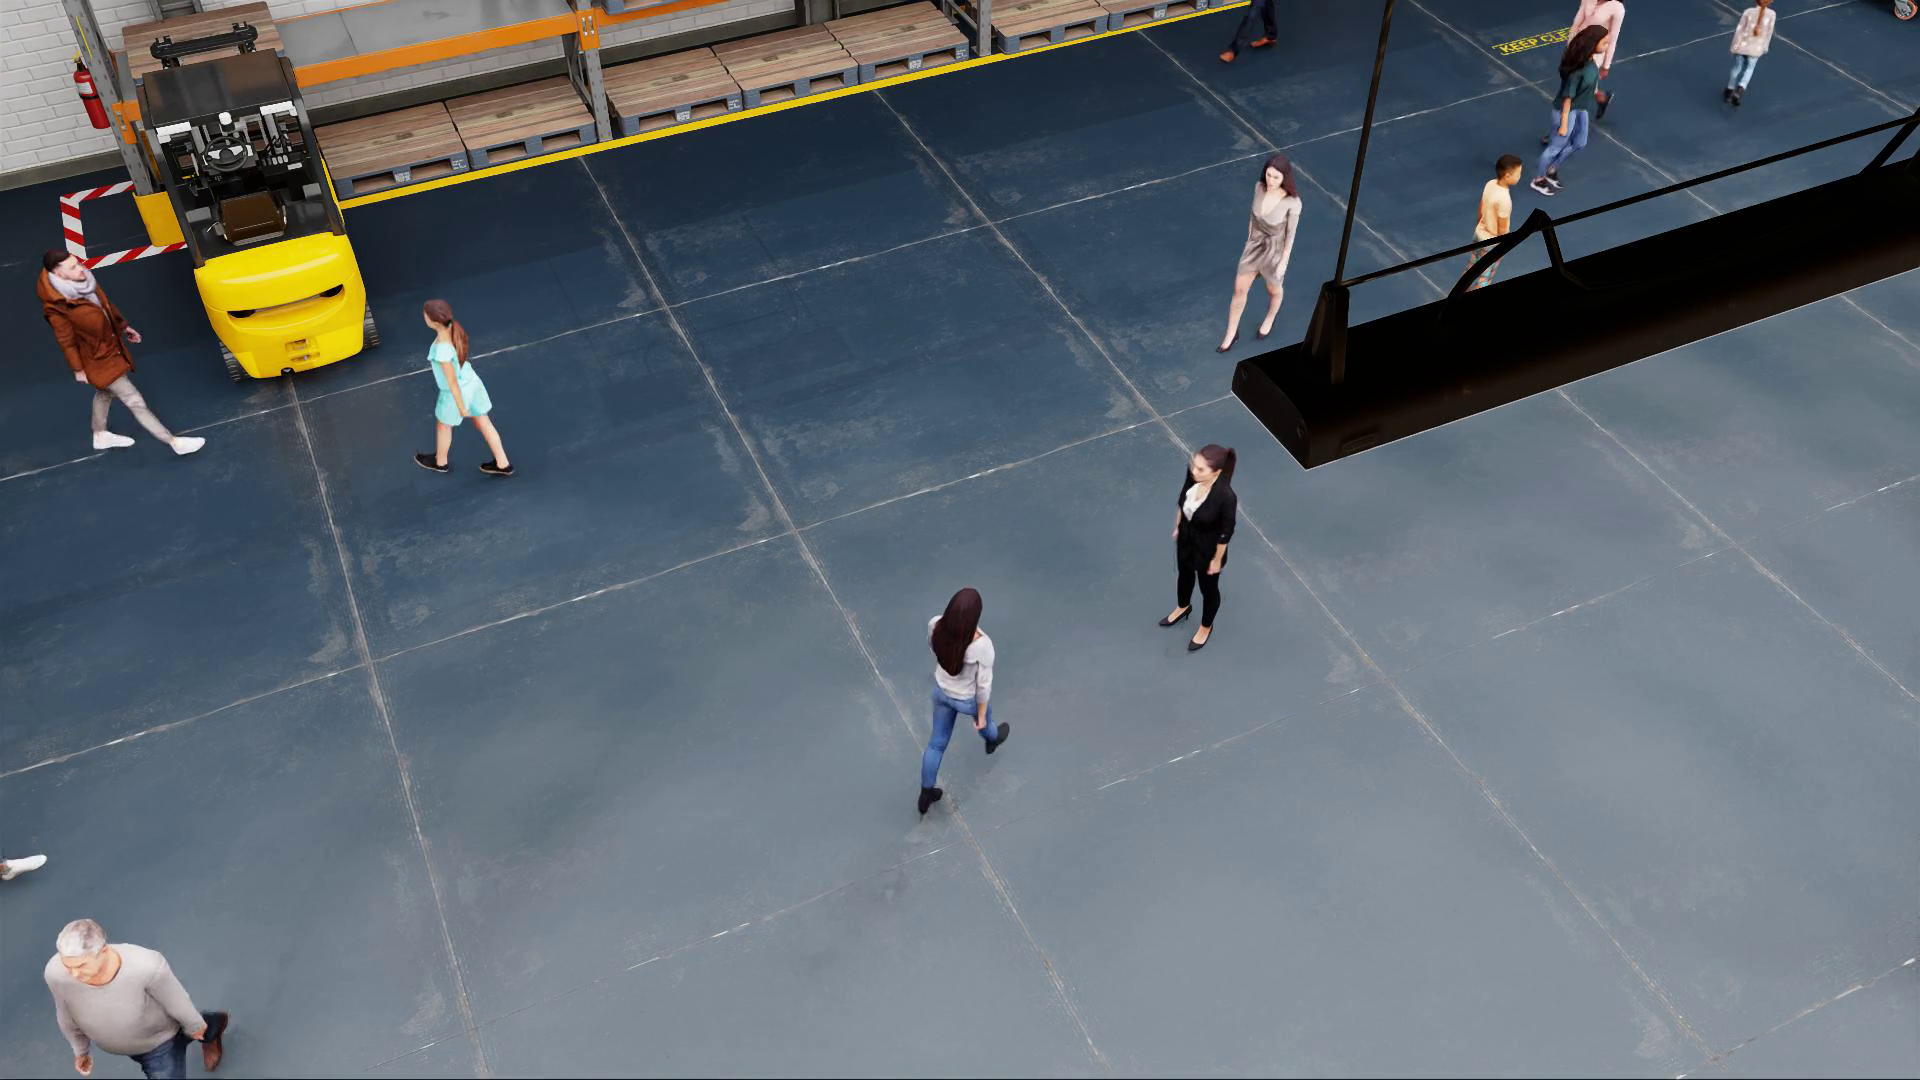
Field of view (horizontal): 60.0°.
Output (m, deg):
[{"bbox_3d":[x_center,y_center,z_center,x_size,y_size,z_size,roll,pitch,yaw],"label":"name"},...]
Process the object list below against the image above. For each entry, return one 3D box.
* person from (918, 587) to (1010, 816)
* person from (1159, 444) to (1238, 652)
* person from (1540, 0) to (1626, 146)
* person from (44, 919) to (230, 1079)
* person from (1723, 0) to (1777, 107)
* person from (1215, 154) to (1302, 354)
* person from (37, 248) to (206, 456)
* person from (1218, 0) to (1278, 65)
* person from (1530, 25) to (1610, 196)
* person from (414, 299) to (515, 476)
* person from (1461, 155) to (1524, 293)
[{"bbox_3d":[-0.053,0.965,9.672,0.985,1.583,1.161,24,48,23],"label":"person"},{"bbox_3d":[1.548,0.017,10.610,0.599,1.662,0.632,-25,49,-24],"label":"person"},{"bbox_3d":[5.830,-4.454,15.283,1.041,1.690,0.644,-20,47,-19],"label":"person"},{"bbox_3d":[-3.934,2.308,8.052,1.296,1.872,1.191,4,44,4],"label":"person"},{"bbox_3d":[7.557,-4.708,15.915,0.685,1.185,0.747,15,46,15],"label":"person"},{"bbox_3d":[2.454,-2.268,12.970,0.805,1.716,0.975,31,52,29],"label":"person"},{"bbox_3d":[-6.227,-1.304,11.905,1.220,1.788,0.969,-3,44,-3],"label":"person"},{"bbox_3d":[3.082,-5.613,16.452,1.203,1.754,0.908,-22,48,-21],"label":"person"},{"bbox_3d":[5.292,-3.807,14.665,0.782,1.605,0.702,27,50,26],"label":"person"},{"bbox_3d":[-3.481,-1.053,11.831,1.011,1.528,0.897,10,44,10],"label":"person"},{"bbox_3d":[4.230,-2.414,13.307,0.548,1.461,0.571,-8,44,-9],"label":"person"}]
